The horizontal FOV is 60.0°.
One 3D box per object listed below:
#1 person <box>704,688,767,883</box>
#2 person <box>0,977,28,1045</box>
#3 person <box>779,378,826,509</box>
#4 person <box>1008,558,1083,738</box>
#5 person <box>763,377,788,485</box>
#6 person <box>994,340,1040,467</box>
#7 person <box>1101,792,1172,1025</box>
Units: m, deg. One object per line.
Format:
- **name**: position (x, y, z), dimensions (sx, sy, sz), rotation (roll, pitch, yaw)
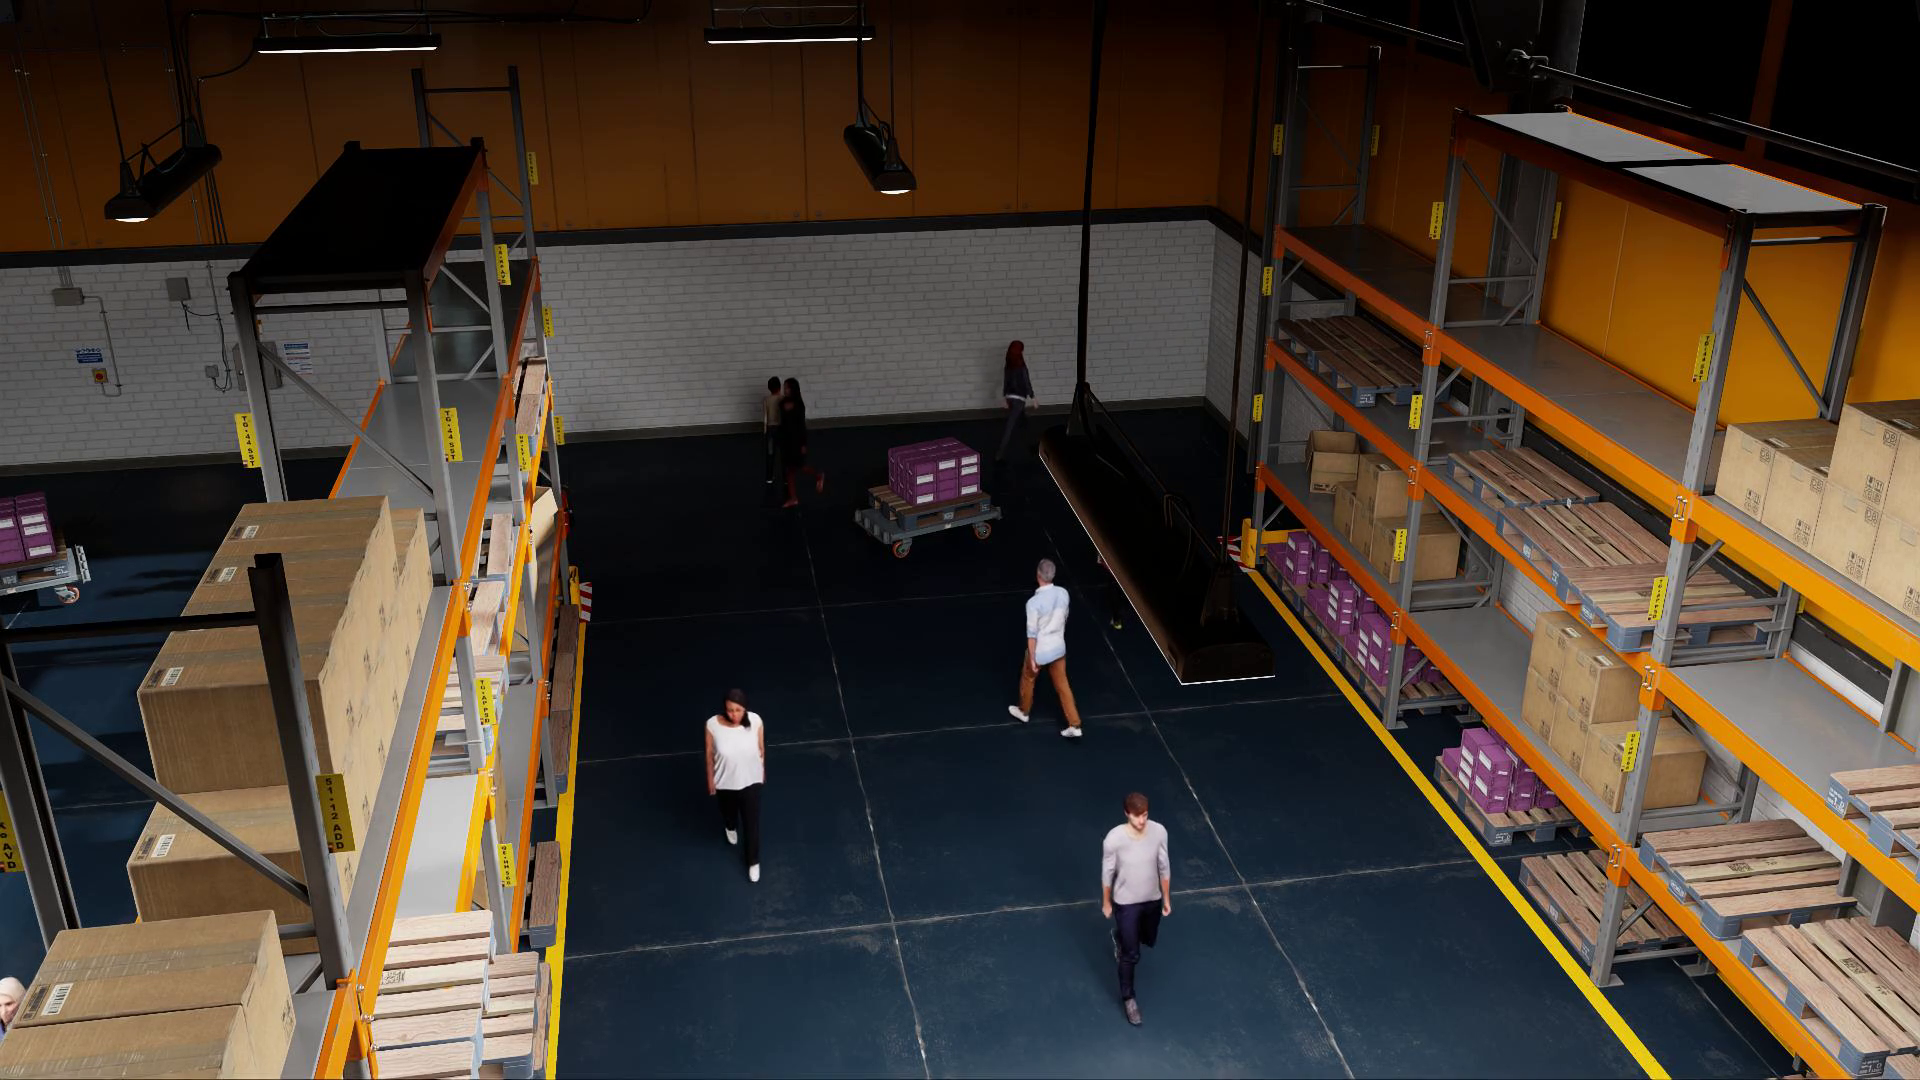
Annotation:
- **person**: position (-1.889, 1.978, 14.095), dimensions (0.654, 1.658, 1.060), rotation (-4, 24, -8)
- **person**: position (-5.837, 3.469, 10.625), dimensions (0.720, 1.705, 1.144), rotation (-6, 24, -14)
- **person**: position (-2.084, -1.271, 21.469), dimensions (0.955, 1.705, 0.959), rotation (-21, 31, -40)
- **person**: position (0.895, 1.089, 15.974), dimensions (1.022, 1.782, 1.284), rotation (-16, 28, -32)
- **person**: position (-2.446, -1.462, 22.213), dimensions (0.593, 1.459, 0.582), rotation (3, 24, 8)
- **person**: position (0.704, -1.814, 22.690), dimensions (0.946, 1.721, 1.154), rotation (-14, 27, -29)
- **person**: position (1.286, 2.633, 12.396), dimensions (0.782, 1.818, 1.100), rotation (-8, 25, -17)
